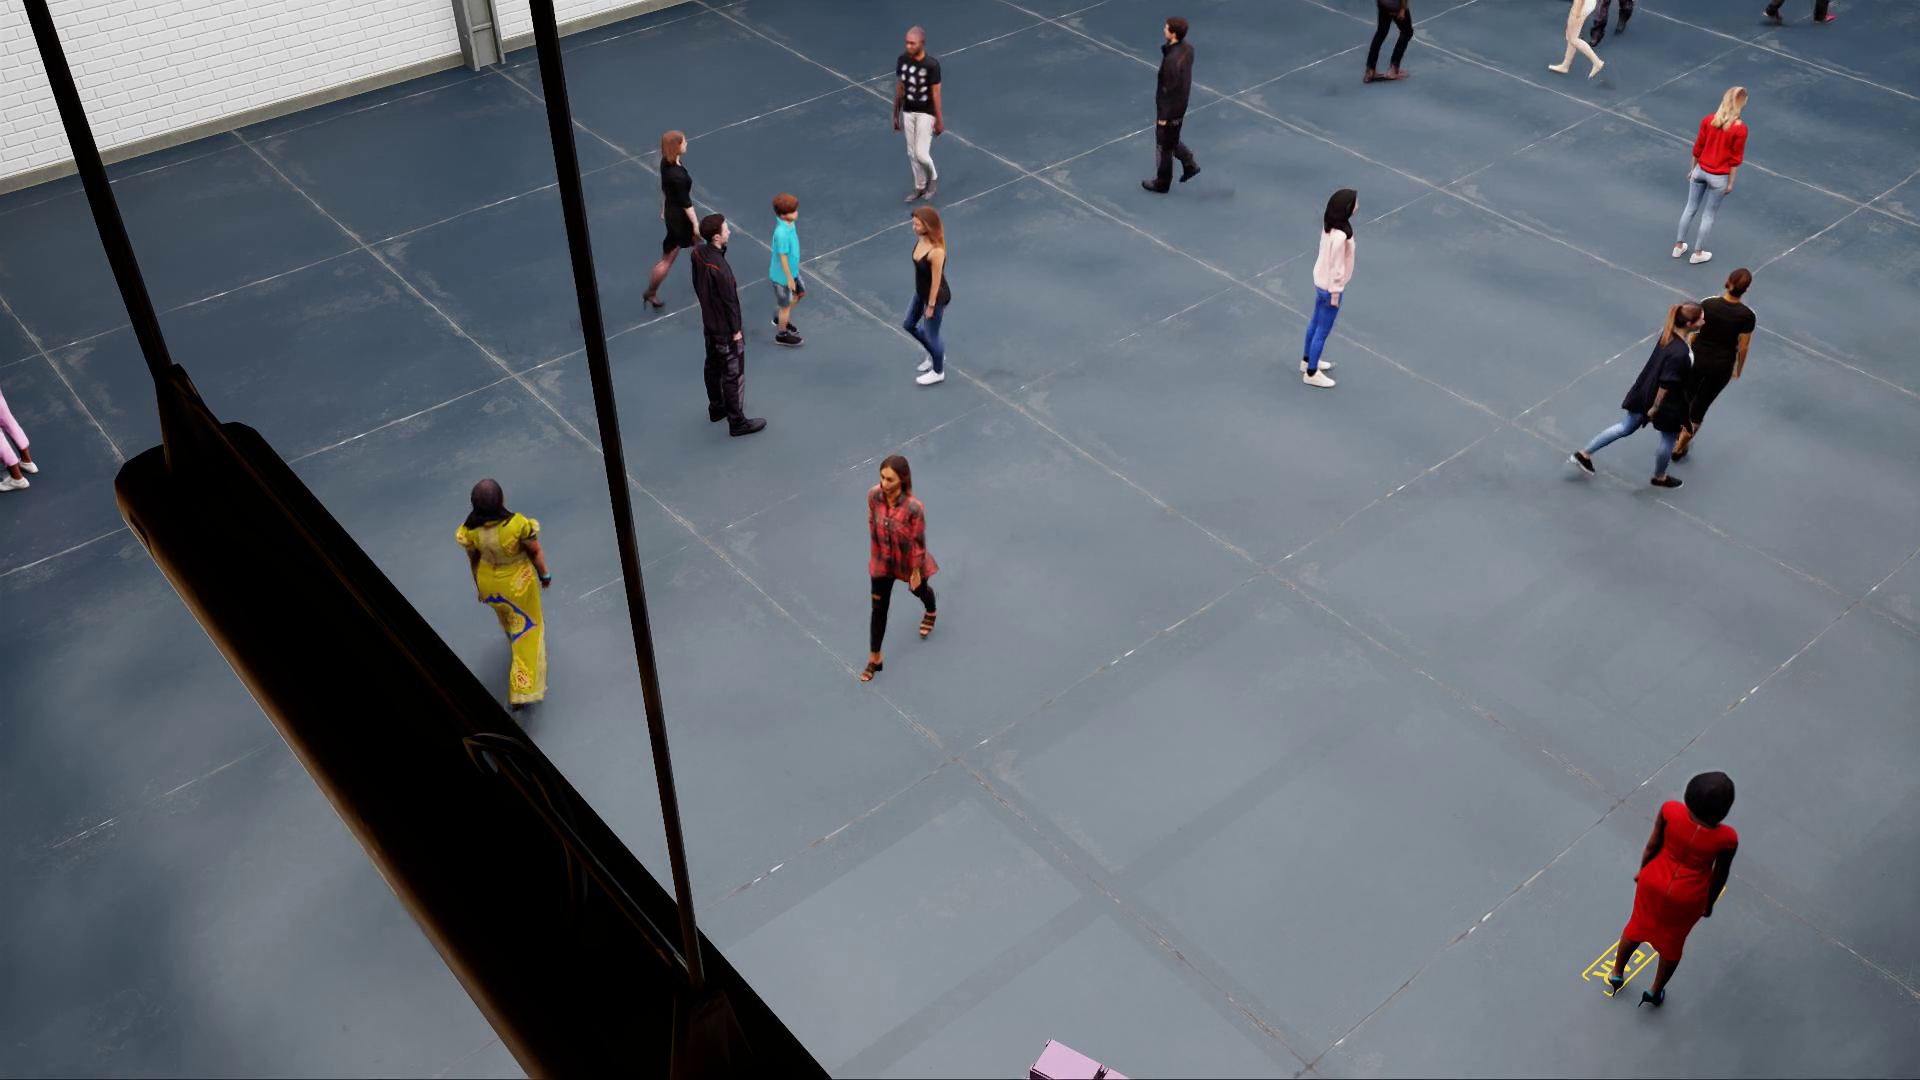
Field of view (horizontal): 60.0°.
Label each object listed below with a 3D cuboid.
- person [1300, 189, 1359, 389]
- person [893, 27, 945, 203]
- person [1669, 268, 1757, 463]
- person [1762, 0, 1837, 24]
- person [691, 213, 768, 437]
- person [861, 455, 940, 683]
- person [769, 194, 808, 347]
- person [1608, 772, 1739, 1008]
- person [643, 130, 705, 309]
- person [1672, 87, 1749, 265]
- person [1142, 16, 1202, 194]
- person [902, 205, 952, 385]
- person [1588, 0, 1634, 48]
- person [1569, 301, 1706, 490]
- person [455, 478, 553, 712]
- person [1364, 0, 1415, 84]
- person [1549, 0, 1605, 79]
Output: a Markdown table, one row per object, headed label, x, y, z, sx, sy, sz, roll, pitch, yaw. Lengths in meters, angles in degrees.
| label | x | y | z | sx | sy | sz | roll | pitch | yaw |
| --- | --- | --- | --- | --- | --- | --- | --- | --- | --- |
| person | 3.062 | -2.116 | 13.830 | 0.772 | 1.768 | 0.722 | 2 | 39 | 2 |
| person | -0.348 | -4.213 | 16.436 | 0.757 | 1.792 | 0.751 | 22 | 43 | 25 |
| person | 5.799 | -1.326 | 12.937 | 0.723 | 1.647 | 0.926 | 25 | 45 | 28 |
| person | 10.283 | -7.083 | 20.050 | 1.227 | 1.768 | 1.000 | -7 | 39 | -8 |
| person | -1.884 | -1.724 | 13.224 | 0.583 | 1.912 | 0.693 | -25 | 45 | -28 |
| person | -0.349 | 0.104 | 11.136 | 0.890 | 1.661 | 1.175 | 19 | 42 | 22 |
| person | -1.575 | -2.348 | 14.385 | 0.728 | 1.437 | 0.670 | 4 | 39 | 6 |
| person | 3.799 | 1.869 | 8.860 | 0.605 | 1.744 | 0.556 | 26 | 45 | 29 |
| person | -2.584 | -2.788 | 14.767 | 1.154 | 1.648 | 0.805 | -15 | 41 | -18 |
| person | 6.989 | -3.395 | 15.480 | 0.494 | 1.707 | 0.608 | -27 | 46 | -30 |
| person | 2.183 | -4.293 | 16.506 | 0.980 | 1.830 | 0.920 | 14 | 41 | 16 |
| person | -0.165 | -2.031 | 13.778 | 0.697 | 1.700 | 0.682 | -12 | 40 | -14 |
| person | 7.873 | -6.811 | 19.672 | 0.852 | 1.815 | 1.232 | 24 | 44 | 27 |
| person | 5.198 | -1.090 | 12.638 | 1.155 | 1.651 | 1.087 | 2 | 39 | 3 |
| person | -2.937 | 0.363 | 10.848 | 1.225 | 1.617 | 1.272 | 2 | 39 | 3 |
| person | 4.787 | -5.998 | 18.652 | 0.881 | 1.816 | 0.844 | -13 | 40 | -16 |
| person | 7.134 | -6.017 | 18.825 | 0.756 | 1.631 | 0.854 | 23 | 44 | 26 |
